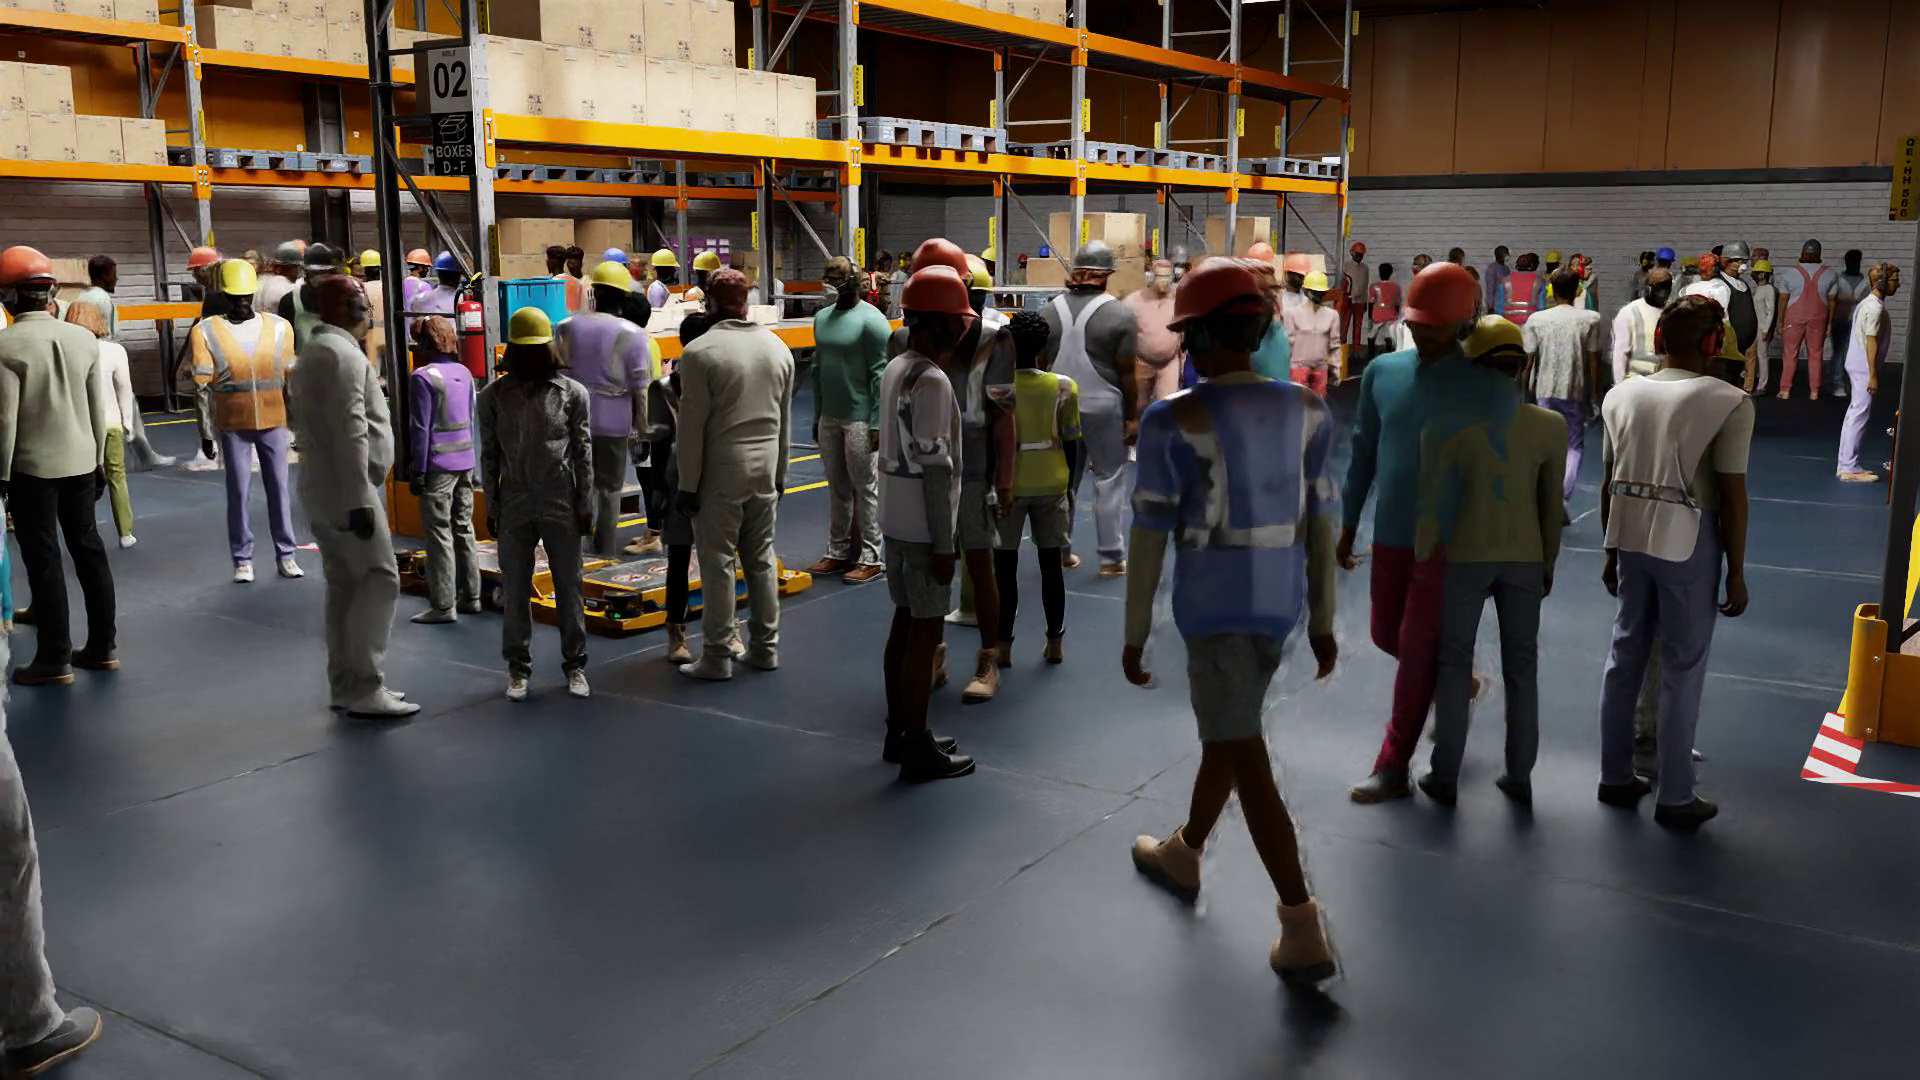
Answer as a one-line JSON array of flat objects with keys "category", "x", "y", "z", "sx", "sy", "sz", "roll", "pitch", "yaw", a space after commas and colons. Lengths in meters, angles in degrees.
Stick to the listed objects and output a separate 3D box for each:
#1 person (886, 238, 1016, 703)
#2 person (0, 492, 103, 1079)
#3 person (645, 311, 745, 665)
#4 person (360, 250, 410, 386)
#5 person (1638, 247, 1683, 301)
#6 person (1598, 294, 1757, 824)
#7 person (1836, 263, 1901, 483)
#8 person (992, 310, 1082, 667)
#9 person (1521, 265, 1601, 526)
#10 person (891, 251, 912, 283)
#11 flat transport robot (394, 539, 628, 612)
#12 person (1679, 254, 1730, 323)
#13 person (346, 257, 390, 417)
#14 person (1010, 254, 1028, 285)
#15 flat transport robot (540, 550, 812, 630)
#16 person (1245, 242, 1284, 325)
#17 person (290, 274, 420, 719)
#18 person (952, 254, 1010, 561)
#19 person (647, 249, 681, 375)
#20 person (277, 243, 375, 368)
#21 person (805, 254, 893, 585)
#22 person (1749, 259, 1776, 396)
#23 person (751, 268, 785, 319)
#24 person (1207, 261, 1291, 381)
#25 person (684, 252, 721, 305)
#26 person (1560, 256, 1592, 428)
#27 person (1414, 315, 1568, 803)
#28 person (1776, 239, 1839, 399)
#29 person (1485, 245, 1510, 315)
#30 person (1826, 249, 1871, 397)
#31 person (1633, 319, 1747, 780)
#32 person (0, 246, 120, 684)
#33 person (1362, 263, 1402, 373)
[{"category": "person", "x": -0.057, "y": -0.297, "z": 7.319, "sx": 0.613, "sy": 2.029, "sz": 0.409, "roll": 4, "pitch": 11, "yaw": 21}, {"category": "person", "x": -2.388, "y": 0.442, "z": 3.714, "sx": 0.575, "sy": 1.857, "sz": 0.856, "roll": 2, "pitch": 10, "yaw": 11}, {"category": "person", "x": -1.236, "y": -0.249, "z": 7.977, "sx": 0.537, "sy": 1.694, "sz": 0.320, "roll": -4, "pitch": 11, "yaw": -23}, {"category": "person", "x": -5.929, "y": -1.976, "z": 16.963, "sx": 0.691, "sy": 1.919, "sz": 0.476, "roll": -8, "pitch": 13, "yaw": -38}, {"category": "person", "x": 9.403, "y": -2.937, "z": 22.227, "sx": 0.712, "sy": 1.916, "sz": 0.650, "roll": -9, "pitch": 14, "yaw": -42}, {"category": "person", "x": 2.463, "y": 0.069, "z": 5.815, "sx": 0.390, "sy": 1.837, "sz": 0.562, "roll": -6, "pitch": 12, "yaw": -30}, {"category": "person", "x": 7.622, "y": -1.397, "z": 13.955, "sx": 0.351, "sy": 1.837, "sz": 0.502, "roll": 4, "pitch": 11, "yaw": 21}, {"category": "person", "x": 0.312, "y": -0.237, "z": 7.897, "sx": 0.538, "sy": 1.696, "sz": 0.317, "roll": -2, "pitch": 11, "yaw": -13}, {"category": "person", "x": 4.201, "y": -0.988, "z": 11.630, "sx": 0.551, "sy": 1.851, "sz": 0.397, "roll": 5, "pitch": 11, "yaw": 26}, {"category": "person", "x": -0.877, "y": -3.532, "z": 25.736, "sx": 0.362, "sy": 1.855, "sz": 0.548, "roll": 6, "pitch": 12, "yaw": 30}, {"category": "flat transport robot", "x": -2.582, "y": 0.184, "z": 9.518, "sx": 1.431, "sy": 0.197, "sz": 0.652, "roll": 8, "pitch": 13, "yaw": 37}, {"category": "person", "x": 7.506, "y": -1.936, "z": 16.801, "sx": 0.356, "sy": 1.883, "sz": 0.573, "roll": -6, "pitch": 12, "yaw": -28}, {"category": "person", "x": -6.828, "y": -2.281, "z": 18.895, "sx": 0.732, "sy": 1.824, "sz": 0.565, "roll": 8, "pitch": 13, "yaw": 39}, {"category": "person", "x": 1.197, "y": -4.587, "z": 31.840, "sx": 0.572, "sy": 1.750, "sz": 0.330, "roll": -5, "pitch": 11, "yaw": -24}, {"category": "flat transport robot", "x": -1.540, "y": 0.244, "z": 9.186, "sx": 0.652, "sy": 0.197, "sz": 1.431, "roll": 8, "pitch": 13, "yaw": 37}, {"category": "person", "x": 2.731, "y": -1.715, "z": 15.255, "sx": 0.373, "sy": 1.997, "sz": 0.616, "roll": -8, "pitch": 13, "yaw": -37}, {"category": "person", "x": -2.596, "y": -0.176, "z": 7.085, "sx": 0.425, "sy": 1.886, "sz": 0.681, "roll": -6, "pitch": 12, "yaw": -32}, {"category": "person", "x": 0.067, "y": -0.794, "z": 10.319, "sx": 0.551, "sy": 1.934, "sz": 0.373, "roll": 7, "pitch": 12, "yaw": 32}, {"category": "person", "x": -3.054, "y": -2.035, "z": 17.223, "sx": 0.370, "sy": 1.927, "sz": 0.588, "roll": -2, "pitch": 10, "yaw": -11}, {"category": "person", "x": -4.855, "y": -1.281, "z": 12.729, "sx": 0.693, "sy": 2.000, "sz": 0.973, "roll": -2, "pitch": 10, "yaw": -11}, {"category": "person", "x": -0.654, "y": -0.708, "z": 9.835, "sx": 0.379, "sy": 1.940, "sz": 0.629, "roll": -10, "pitch": 14, "yaw": -43}, {"category": "person", "x": 10.366, "y": -2.751, "z": 21.627, "sx": 0.309, "sy": 1.772, "sz": 0.525, "roll": -1, "pitch": 10, "yaw": -7}, {"category": "person", "x": -2.911, "y": -3.360, "z": 25.043, "sx": 0.563, "sy": 1.751, "sz": 0.330, "roll": 4, "pitch": 11, "yaw": 20}, {"category": "person", "x": 1.599, "y": -0.557, "z": 9.089, "sx": 0.403, "sy": 1.906, "sz": 0.651, "roll": 10, "pitch": 14, "yaw": 43}, {"category": "person", "x": -2.314, "y": -1.645, "z": 15.089, "sx": 0.404, "sy": 1.920, "sz": 0.599, "roll": 1, "pitch": 10, "yaw": 4}, {"category": "person", "x": 6.639, "y": -2.146, "z": 18.055, "sx": 0.390, "sy": 1.848, "sz": 0.563, "roll": 0, "pitch": 10, "yaw": 0}, {"category": "person", "x": 1.894, "y": 0.077, "z": 5.988, "sx": 0.527, "sy": 1.761, "sz": 0.340, "roll": 0, "pitch": 10, "yaw": 1}, {"category": "person", "x": 10.780, "y": -2.816, "z": 21.231, "sx": 0.690, "sy": 2.000, "sz": 0.538, "roll": 3, "pitch": 11, "yaw": 16}, {"category": "person", "x": 8.778, "y": -3.830, "z": 27.136, "sx": 0.370, "sy": 1.939, "sz": 0.631, "roll": 9, "pitch": 14, "yaw": 41}, {"category": "person", "x": 11.509, "y": -2.810, "z": 21.586, "sx": 0.588, "sy": 1.903, "sz": 0.447, "roll": 1, "pitch": 10, "yaw": 5}, {"category": "person", "x": 2.740, "y": 0.031, "z": 6.291, "sx": 0.325, "sy": 1.740, "sz": 0.492, "roll": 5, "pitch": 11, "yaw": 26}, {"category": "person", "x": -4.195, "y": -0.338, "z": 7.630, "sx": 0.396, "sy": 1.992, "sz": 0.622, "roll": 4, "pitch": 11, "yaw": 20}, {"category": "person", "x": 6.299, "y": -3.294, "z": 24.891, "sx": 0.549, "sy": 1.671, "sz": 0.728, "roll": -1, "pitch": 10, "yaw": -8}]
